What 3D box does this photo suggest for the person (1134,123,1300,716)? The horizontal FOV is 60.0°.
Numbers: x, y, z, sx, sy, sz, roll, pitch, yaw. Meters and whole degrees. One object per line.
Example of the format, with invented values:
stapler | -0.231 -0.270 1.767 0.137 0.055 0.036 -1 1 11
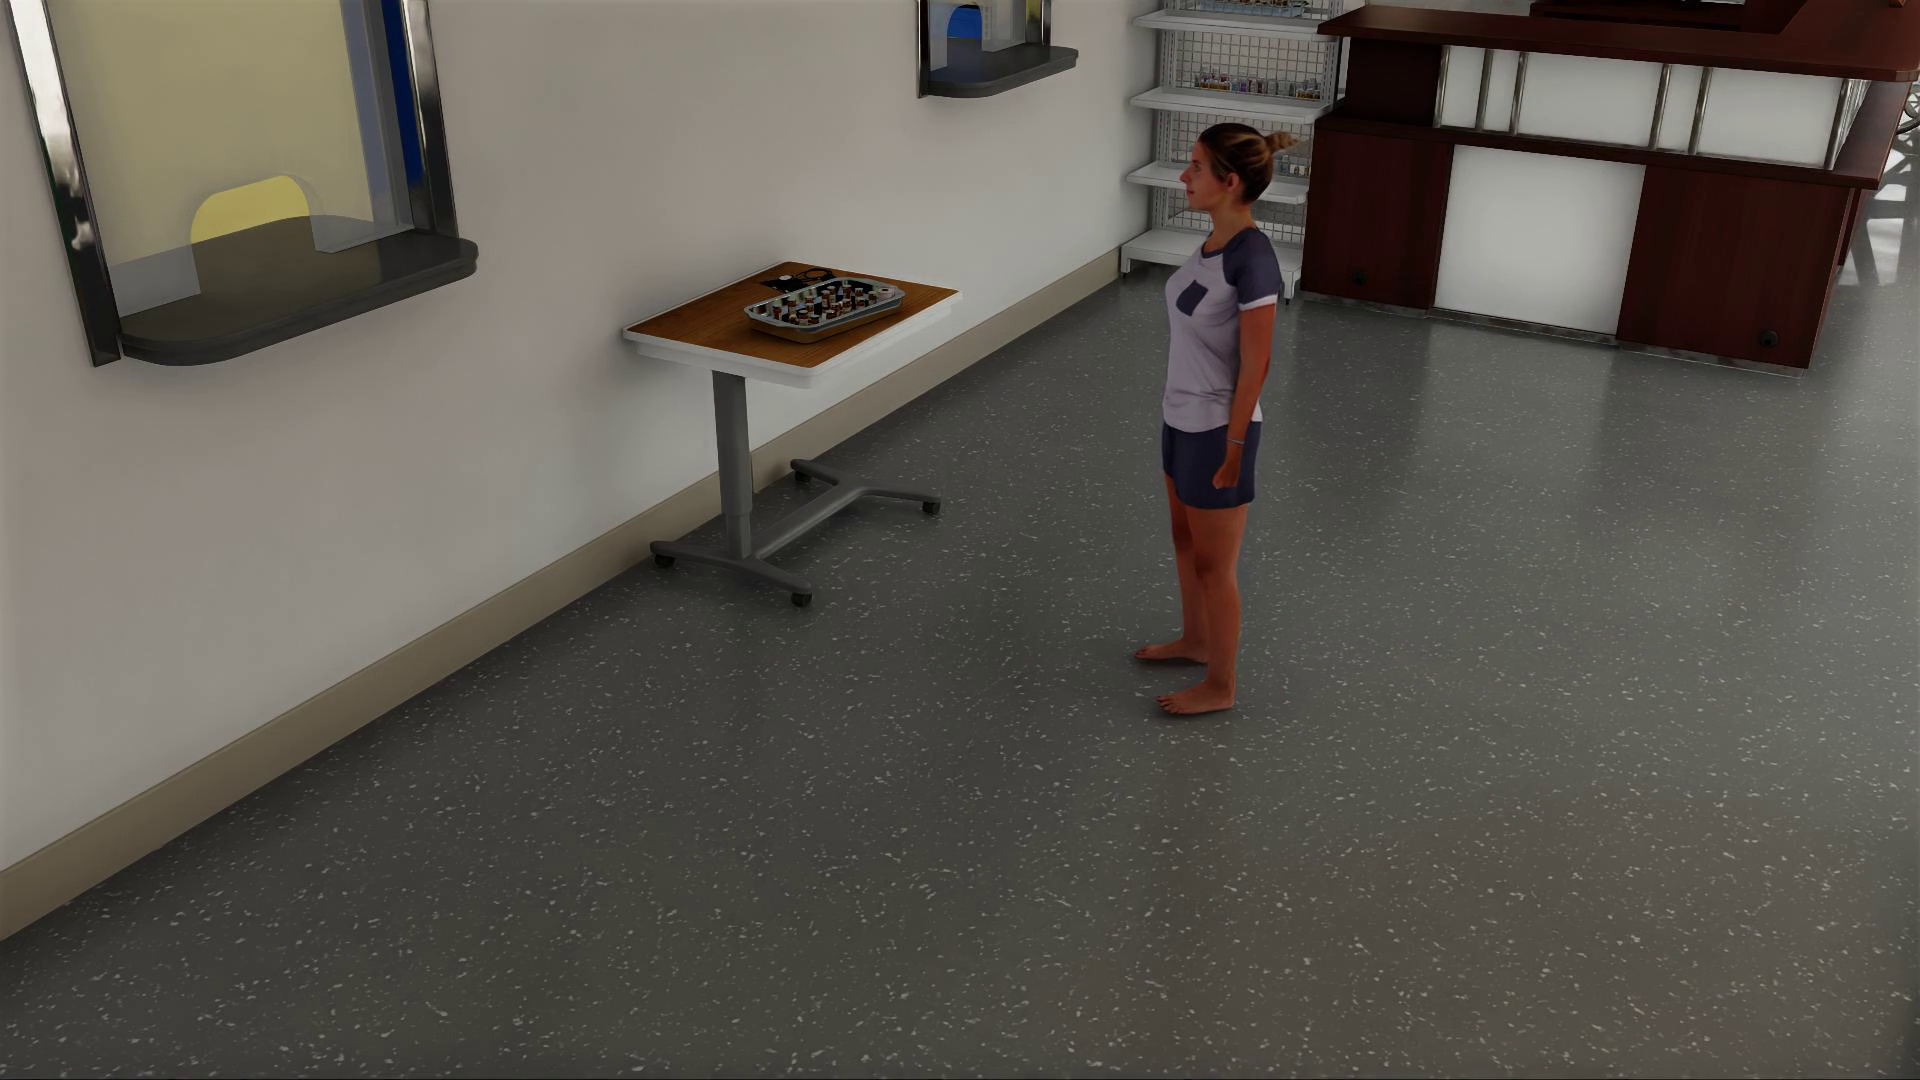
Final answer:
person | 0.683 -0.307 4.484 0.702 1.625 0.665 -3 26 -6
